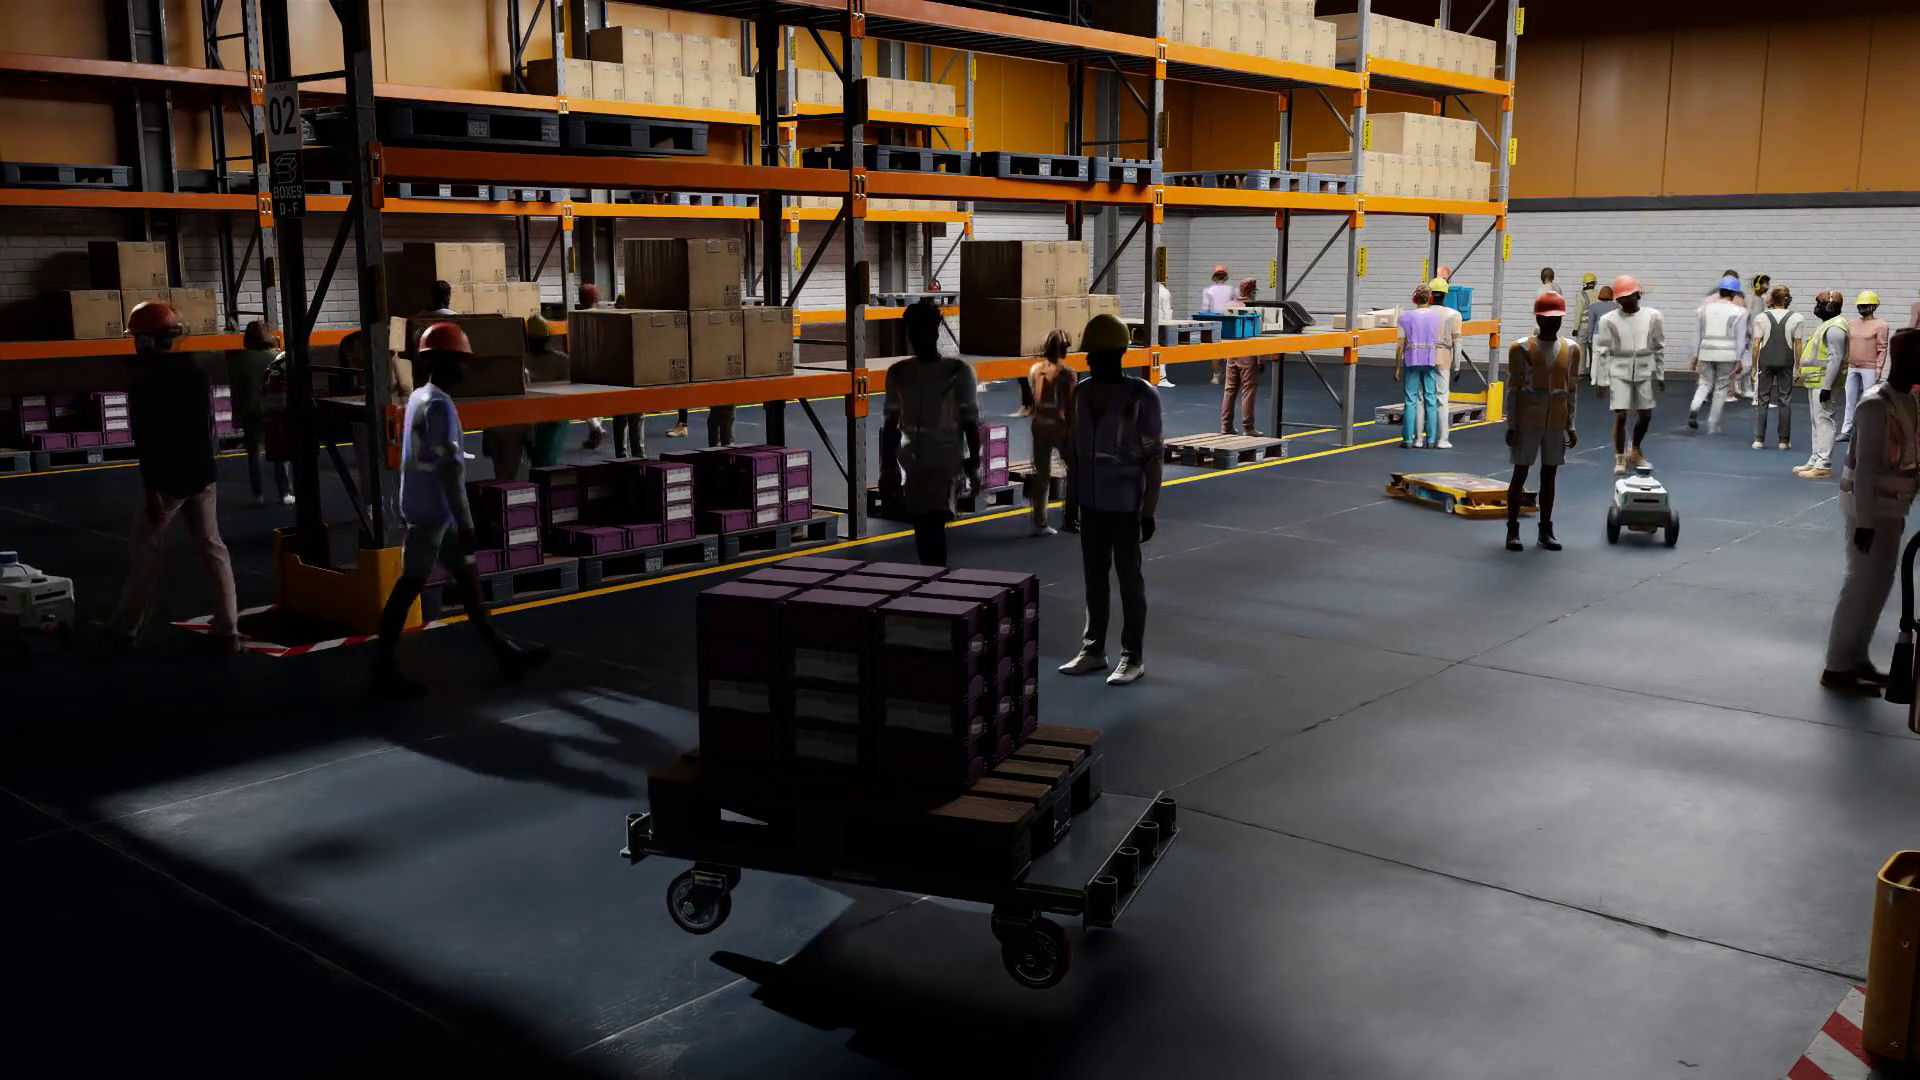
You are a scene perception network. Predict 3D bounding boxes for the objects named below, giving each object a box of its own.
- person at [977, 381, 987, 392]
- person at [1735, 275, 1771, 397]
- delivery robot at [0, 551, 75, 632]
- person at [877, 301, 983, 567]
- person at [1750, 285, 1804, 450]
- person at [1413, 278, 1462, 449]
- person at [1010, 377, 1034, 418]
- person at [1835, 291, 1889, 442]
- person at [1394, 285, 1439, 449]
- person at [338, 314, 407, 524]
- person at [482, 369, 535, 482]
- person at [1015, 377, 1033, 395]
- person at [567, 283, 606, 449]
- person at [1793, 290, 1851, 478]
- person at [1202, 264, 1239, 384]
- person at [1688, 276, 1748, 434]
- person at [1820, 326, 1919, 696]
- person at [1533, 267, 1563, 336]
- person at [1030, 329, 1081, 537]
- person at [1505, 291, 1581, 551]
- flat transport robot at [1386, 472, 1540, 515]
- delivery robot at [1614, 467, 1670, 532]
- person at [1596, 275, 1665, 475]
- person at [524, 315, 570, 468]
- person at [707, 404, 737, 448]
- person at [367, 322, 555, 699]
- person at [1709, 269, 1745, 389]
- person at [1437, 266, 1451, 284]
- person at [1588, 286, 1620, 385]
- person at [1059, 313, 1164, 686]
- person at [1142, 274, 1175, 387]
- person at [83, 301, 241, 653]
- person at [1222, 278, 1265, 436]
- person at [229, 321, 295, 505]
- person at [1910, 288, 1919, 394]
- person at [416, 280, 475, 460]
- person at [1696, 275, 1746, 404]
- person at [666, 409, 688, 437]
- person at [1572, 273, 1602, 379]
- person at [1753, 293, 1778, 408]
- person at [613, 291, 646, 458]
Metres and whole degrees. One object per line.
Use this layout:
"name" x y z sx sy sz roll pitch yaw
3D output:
"person" 0.211 -3.190 25.839 0.577 1.836 0.727 9 13 41
"person" 11.995 -3.071 25.128 0.542 1.852 0.435 -9 13 -41
"delivery robot" -5.322 0.306 9.324 0.707 0.478 0.477 5 11 26
"person" -0.227 -0.454 9.975 0.636 1.935 0.709 5 11 25
"person" 9.141 -1.926 18.641 0.506 1.843 0.351 5 11 28
"person" 5.336 -1.983 18.730 0.594 1.922 0.385 4 11 23
"person" 0.845 -2.472 22.181 0.330 1.699 0.548 -1 10 -8
"person" 10.400 -1.983 19.178 0.315 1.769 0.524 -5 11 -27
"person" 5.170 -1.933 18.668 0.567 1.844 0.377 1 10 6
"person" -4.767 -1.049 13.651 0.634 1.841 0.429 -2 10 -9
"person" -3.414 -0.738 12.486 0.533 1.621 0.385 8 13 39
"person" 1.237 -3.164 25.583 0.740 1.903 0.518 -7 12 -35
"person" -4.093 -1.917 18.506 0.598 1.867 0.694 -8 13 -39
"person" 8.486 -1.527 16.370 0.429 1.843 0.633 3 11 19
"person" 4.289 -3.505 27.227 0.632 2.002 0.954 0 10 0
"person" 9.131 -2.215 20.087 0.606 1.919 0.607 -9 13 -41
"person" 4.659 -0.144 8.415 0.591 1.871 0.390 -9 13 -40
"person" 9.782 -3.571 27.738 0.628 1.936 0.375 -9 13 -40
"person" 0.780 -0.831 13.028 0.522 1.626 0.529 10 14 44
"person" 4.341 -0.879 12.403 0.542 1.939 0.363 0 10 0
"flat transport robot" 4.384 -0.419 14.530 0.652 0.197 1.431 -3 10 -16
"delivery robot" 5.291 -0.324 12.915 0.477 0.478 0.707 3 10 16
"person" 6.678 -1.641 16.612 0.679 1.994 0.738 2 10 10
"person" -3.344 -0.960 13.492 0.557 1.721 0.533 3 11 18
"person" -2.404 -1.628 16.969 0.404 1.832 0.598 -7 12 -36
"person" -2.561 -0.145 8.390 0.995 1.866 0.688 -4 11 -23
"person" 12.199 -3.336 26.450 0.658 1.917 0.455 -3 10 -18
"person" 6.972 -2.981 24.207 0.611 1.996 0.378 -1 10 -6
"person" 10.606 -3.360 27.395 0.497 1.634 0.279 6 12 31
"person" 0.771 -0.209 8.627 0.383 1.922 0.593 -10 14 -44
"person" 3.248 -3.436 27.052 0.407 1.910 0.638 -6 12 -33
"person" -4.476 -0.333 9.242 0.971 1.949 0.646 2 10 13
"person" 3.437 -2.193 20.024 0.396 1.899 0.636 -9 13 -40
"person" -6.093 -1.098 14.581 0.549 1.627 0.283 -3 10 -18
"person" 14.722 -3.080 25.429 0.532 1.767 0.328 -1 10 -8
"person" -5.506 -1.795 17.689 0.587 1.915 0.391 5 11 26
"person" 11.057 -2.910 24.174 0.952 1.873 0.657 -9 13 -41
"person" -3.401 -2.081 19.926 0.318 1.700 0.535 -2 10 -10
"person" 10.832 -3.696 28.741 0.600 1.830 0.404 -4 11 -22
"person" 11.503 -2.694 23.609 0.341 1.635 0.529 2 10 12
"person" -3.336 -1.606 16.847 0.586 1.833 0.403 9 13 40
